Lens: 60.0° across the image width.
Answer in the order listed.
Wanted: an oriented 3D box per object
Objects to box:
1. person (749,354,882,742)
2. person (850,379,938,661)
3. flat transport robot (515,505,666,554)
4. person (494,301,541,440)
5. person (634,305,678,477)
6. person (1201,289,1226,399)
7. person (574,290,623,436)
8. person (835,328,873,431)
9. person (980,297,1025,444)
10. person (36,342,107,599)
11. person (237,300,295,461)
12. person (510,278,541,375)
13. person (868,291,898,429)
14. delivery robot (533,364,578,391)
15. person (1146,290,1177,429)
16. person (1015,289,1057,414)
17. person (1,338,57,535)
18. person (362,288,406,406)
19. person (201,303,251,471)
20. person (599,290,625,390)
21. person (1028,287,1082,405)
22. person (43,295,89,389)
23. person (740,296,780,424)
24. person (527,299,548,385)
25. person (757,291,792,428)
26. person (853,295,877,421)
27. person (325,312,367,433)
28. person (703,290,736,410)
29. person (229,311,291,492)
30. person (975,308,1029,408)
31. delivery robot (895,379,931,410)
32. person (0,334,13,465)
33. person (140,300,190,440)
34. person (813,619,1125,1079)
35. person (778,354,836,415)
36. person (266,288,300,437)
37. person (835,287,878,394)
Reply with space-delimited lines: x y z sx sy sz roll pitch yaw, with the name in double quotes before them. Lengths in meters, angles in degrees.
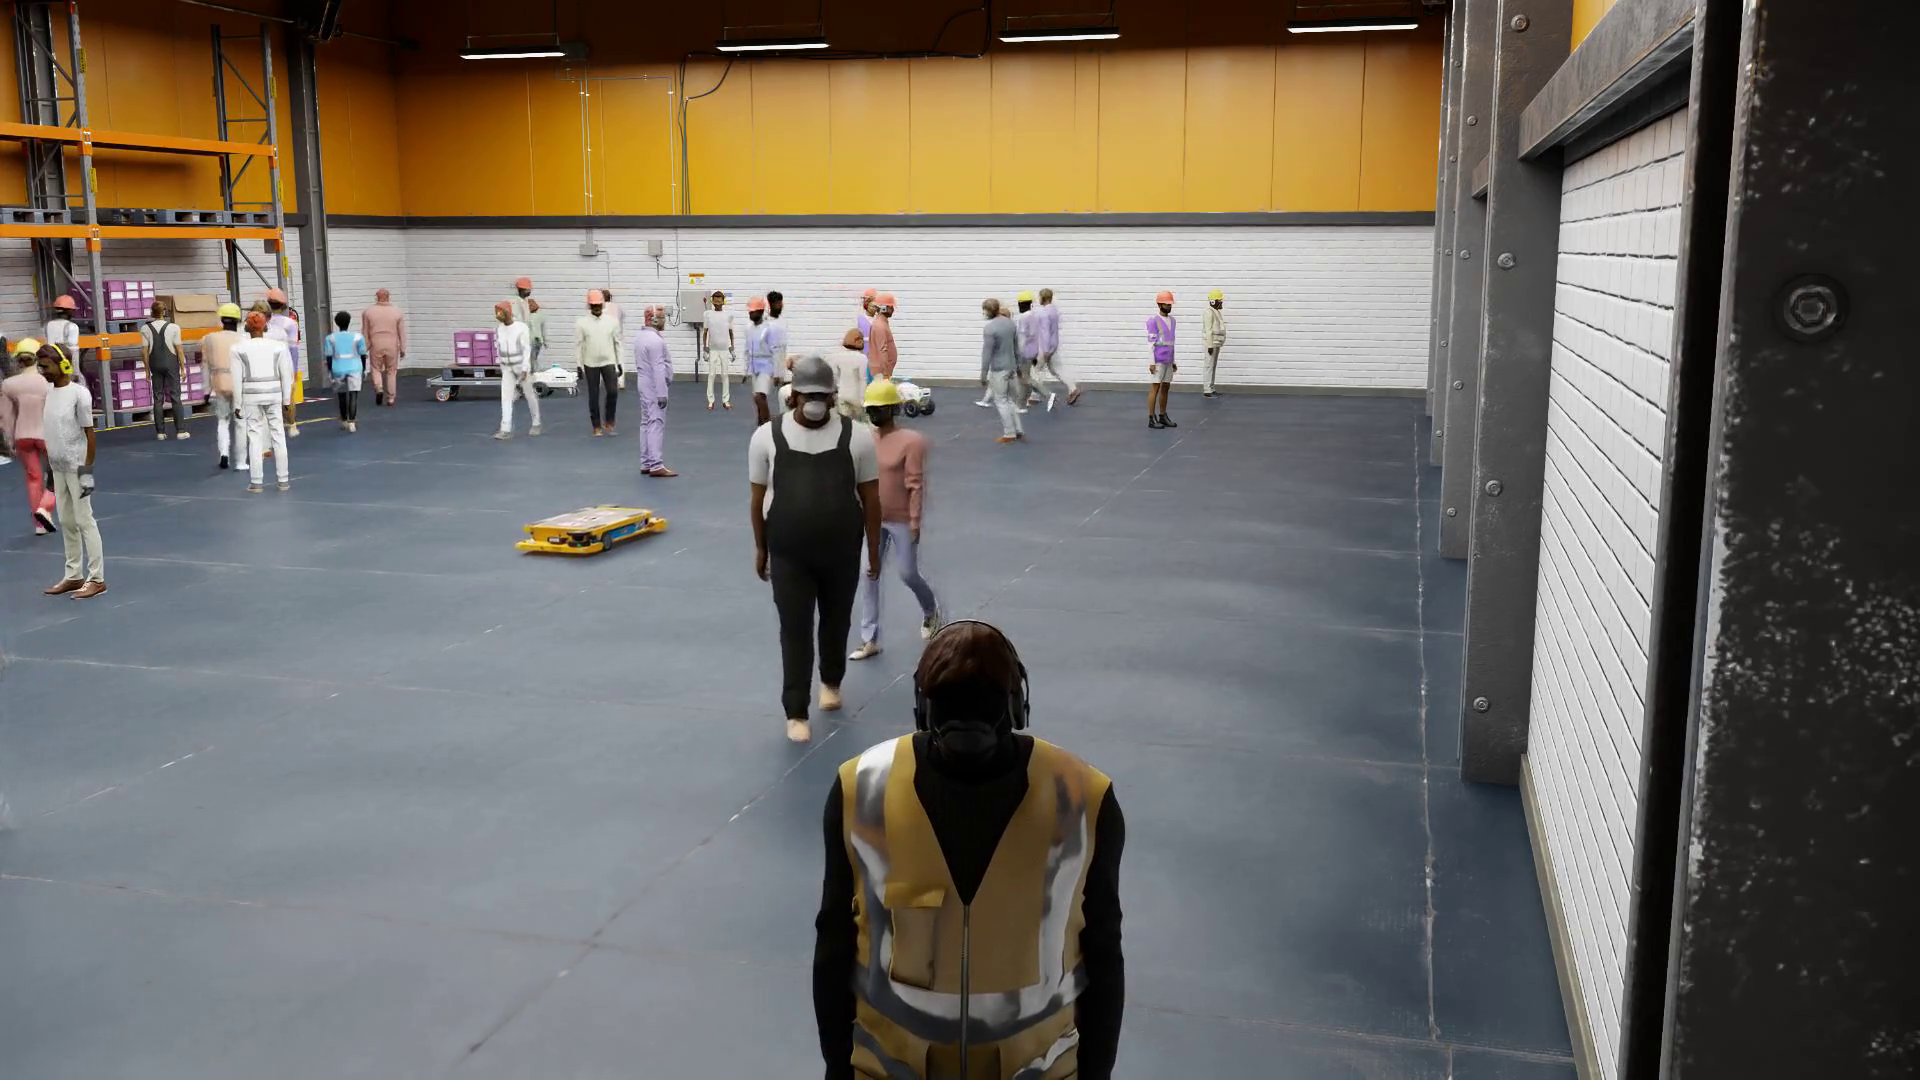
"person" -0.769 -0.024 8.886 0.690 2.000 0.889 -2 10 -10
"person" -0.407 -0.152 10.456 0.524 1.740 0.751 5 11 27
"flat transport robot" -3.164 -0.103 14.342 0.652 0.197 1.431 3 11 18
"person" -5.931 -2.273 22.219 0.600 1.838 0.968 3 10 15
"person" -3.380 -1.655 18.503 0.403 1.906 0.651 -5 11 -27
"person" 4.285 -3.308 28.068 0.404 1.835 0.586 4 11 20
"person" -4.829 -2.357 22.282 0.663 1.969 0.649 -4 11 -22
"person" -1.218 -1.614 19.093 0.502 1.618 0.438 7 12 34
"person" 0.525 -2.173 21.457 0.501 1.897 0.654 6 12 30
"person" -6.484 -0.501 12.090 0.519 1.865 0.328 5 11 28
"person" -8.368 -1.937 20.126 0.651 1.891 0.959 1 10 4
"person" -7.619 -3.605 29.272 0.950 1.991 0.631 0 10 -2
"person" -0.952 -2.087 20.693 0.376 1.996 0.612 -1 10 -8
"delivery robot" -6.853 -2.743 28.224 0.707 0.478 0.477 0 10 1
"person" 2.866 -2.535 23.397 0.551 1.936 0.356 -10 14 -44
"person" 1.089 -2.850 25.273 0.722 1.909 0.597 3 10 15
"person" -8.104 -0.894 14.623 0.552 1.753 0.422 -1 10 -4
"person" -9.216 -3.088 26.650 0.667 1.891 0.424 -3 11 -18
"person" -8.248 -1.726 18.867 0.623 1.913 0.405 -2 10 -9
"person" -6.302 -3.575 29.723 0.639 1.790 1.003 -7 12 -35
"person" 1.482 -3.094 26.673 0.922 1.912 0.640 4 11 20
"person" -11.701 -2.239 21.781 0.539 1.912 0.452 2 10 11
"person" -2.569 -2.163 21.328 0.550 1.919 0.548 10 14 44
"person" -7.767 -3.550 30.083 0.627 1.603 0.544 5 11 28
"person" -2.500 -2.492 23.178 0.914 1.923 0.613 8 13 38
"person" -1.329 -2.654 24.366 0.571 1.846 0.396 -10 14 -44
"person" -8.459 -2.320 22.973 0.536 1.648 0.887 -2 10 -14
"person" -3.776 -2.971 26.080 0.517 1.865 0.328 -3 10 -15
"person" -7.269 -1.435 17.325 0.576 1.882 0.355 -6 12 -32
"person" 0.694 -2.851 26.146 0.881 1.587 0.533 4 11 19
"delivery robot" -0.807 -2.190 25.093 0.707 0.478 0.477 6 11 30
"person" -11.313 -1.750 19.125 0.624 1.866 0.973 1 10 4
"person" -10.517 -2.239 21.997 0.506 1.840 0.343 -2 10 -12
"person" 0.017 1.061 3.306 0.622 1.845 0.429 0 10 1
"person" -1.373 -0.874 14.971 0.513 1.574 0.843 -6 12 -30
"person" -9.037 -2.311 21.960 0.627 2.014 0.970 0 10 -2
"person" -1.569 -3.138 26.922 0.890 1.909 0.563 2 10 11
